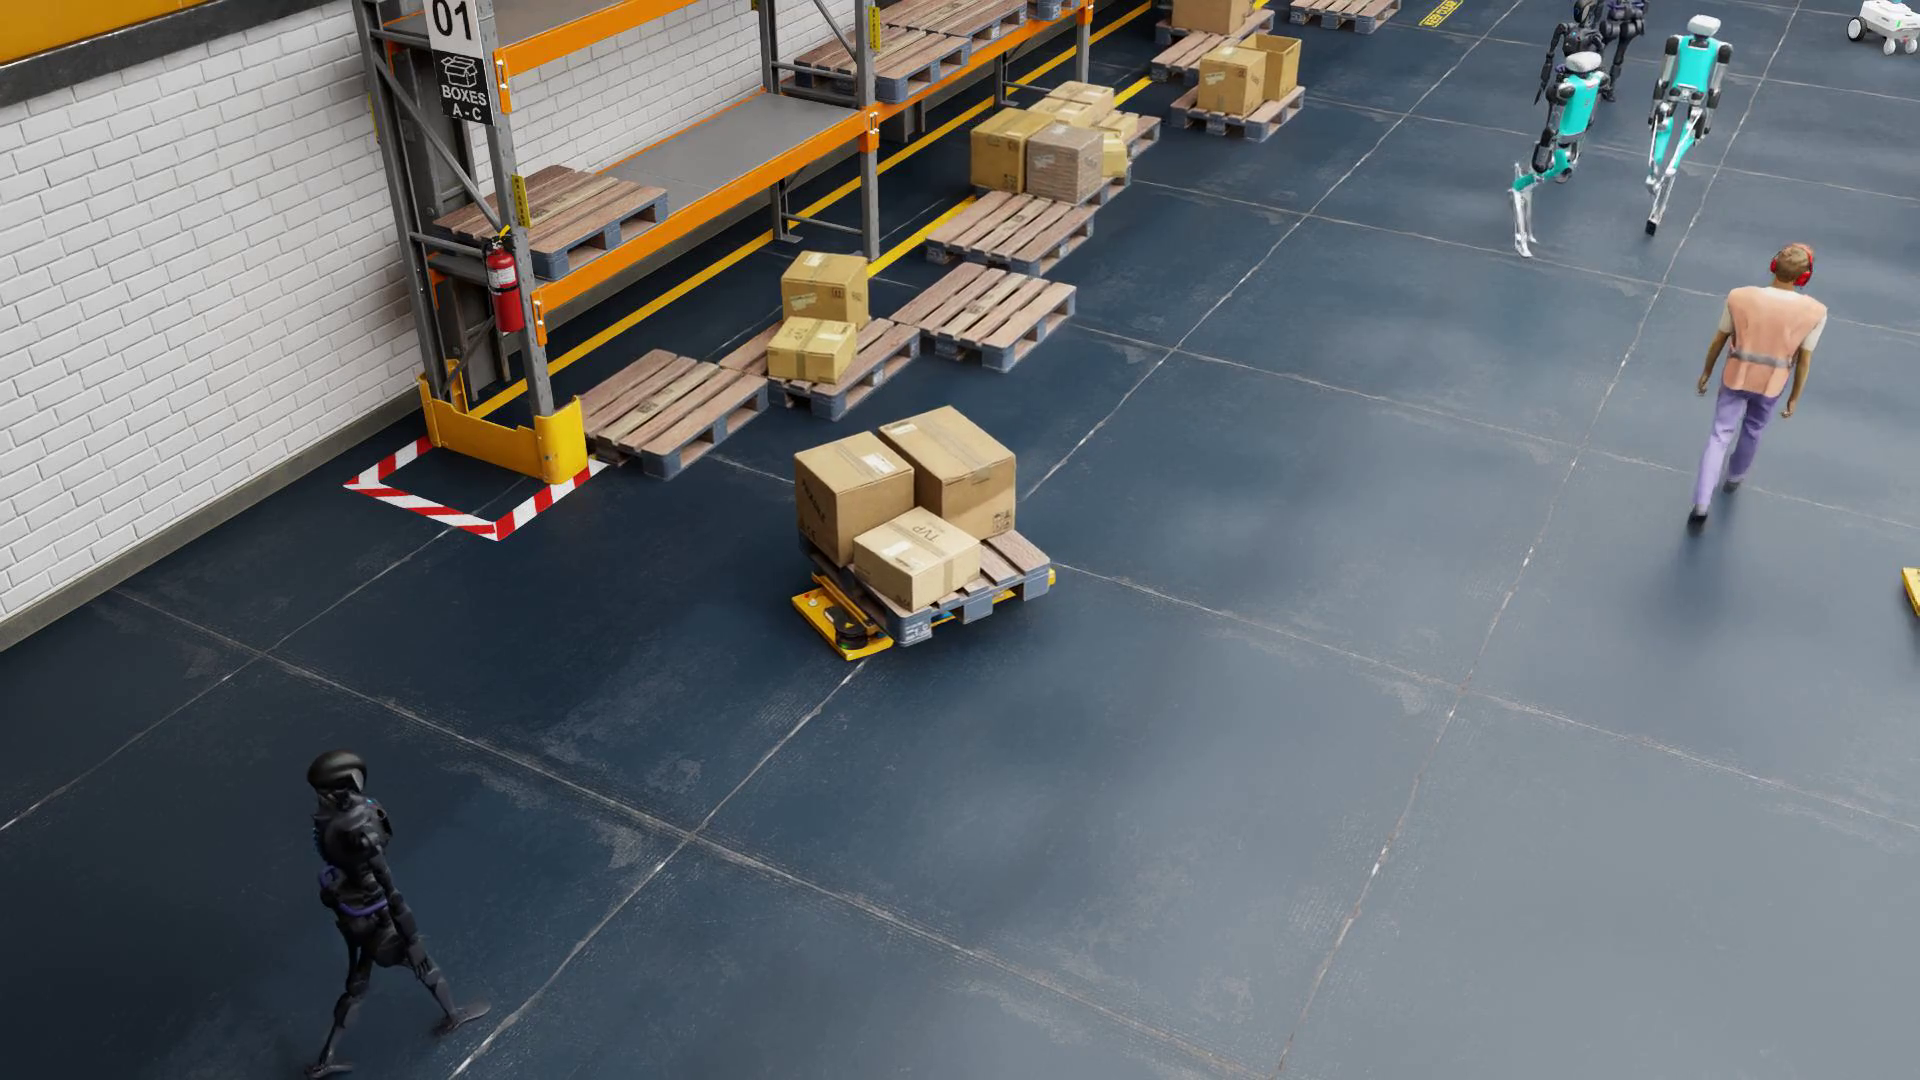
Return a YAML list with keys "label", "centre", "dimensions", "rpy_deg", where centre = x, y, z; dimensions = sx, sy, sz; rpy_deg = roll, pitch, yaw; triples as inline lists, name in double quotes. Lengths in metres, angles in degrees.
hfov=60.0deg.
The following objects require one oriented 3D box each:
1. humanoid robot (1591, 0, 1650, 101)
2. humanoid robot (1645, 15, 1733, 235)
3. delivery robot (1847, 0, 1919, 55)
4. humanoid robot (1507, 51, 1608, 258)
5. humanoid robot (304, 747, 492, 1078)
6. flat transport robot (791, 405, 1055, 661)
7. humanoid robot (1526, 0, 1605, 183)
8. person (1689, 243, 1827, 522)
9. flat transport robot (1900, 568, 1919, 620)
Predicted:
- label: "humanoid robot"
  centre: [6.701, -5.279, 16.855]
  dimensions: [0.601, 1.644, 0.382]
  rpy_deg: [-4, 34, -5]
- label: "humanoid robot"
  centre: [6.017, -3.443, 14.050]
  dimensions: [0.532, 1.765, 0.981]
  rpy_deg: [19, 38, 26]
- label: "delivery robot"
  centre: [10.429, -5.806, 18.691]
  dimensions: [0.499, 0.614, 0.808]
  rpy_deg: [-5, 34, -8]
- label: "humanoid robot"
  centre: [4.744, -3.171, 13.623]
  dimensions: [0.596, 1.791, 0.818]
  rpy_deg: [-21, 39, -28]
- label: "humanoid robot"
  centre: [-2.391, 1.491, 6.675]
  dimensions: [0.777, 1.647, 0.589]
  rpy_deg: [-28, 42, -35]
- label: "flat transport robot"
  centre: [-0.206, 0.256, 9.761]
  dimensions: [1.431, 0.231, 0.659]
  rpy_deg: [-20, 38, -27]
- label: "humanoid robot"
  centre: [5.503, -4.063, 15.005]
  dimensions: [0.315, 1.657, 0.599]
  rpy_deg: [-24, 40, -31]
- label: "person"
  centre: [4.878, -0.976, 10.242]
  dimensions: [0.582, 1.796, 0.914]
  rpy_deg: [14, 36, 20]
- label: "flat transport robot"
  centre: [6.254, 0.411, 9.527]
  dimensions: [1.431, 0.231, 0.659]
  rpy_deg: [7, 34, 11]
